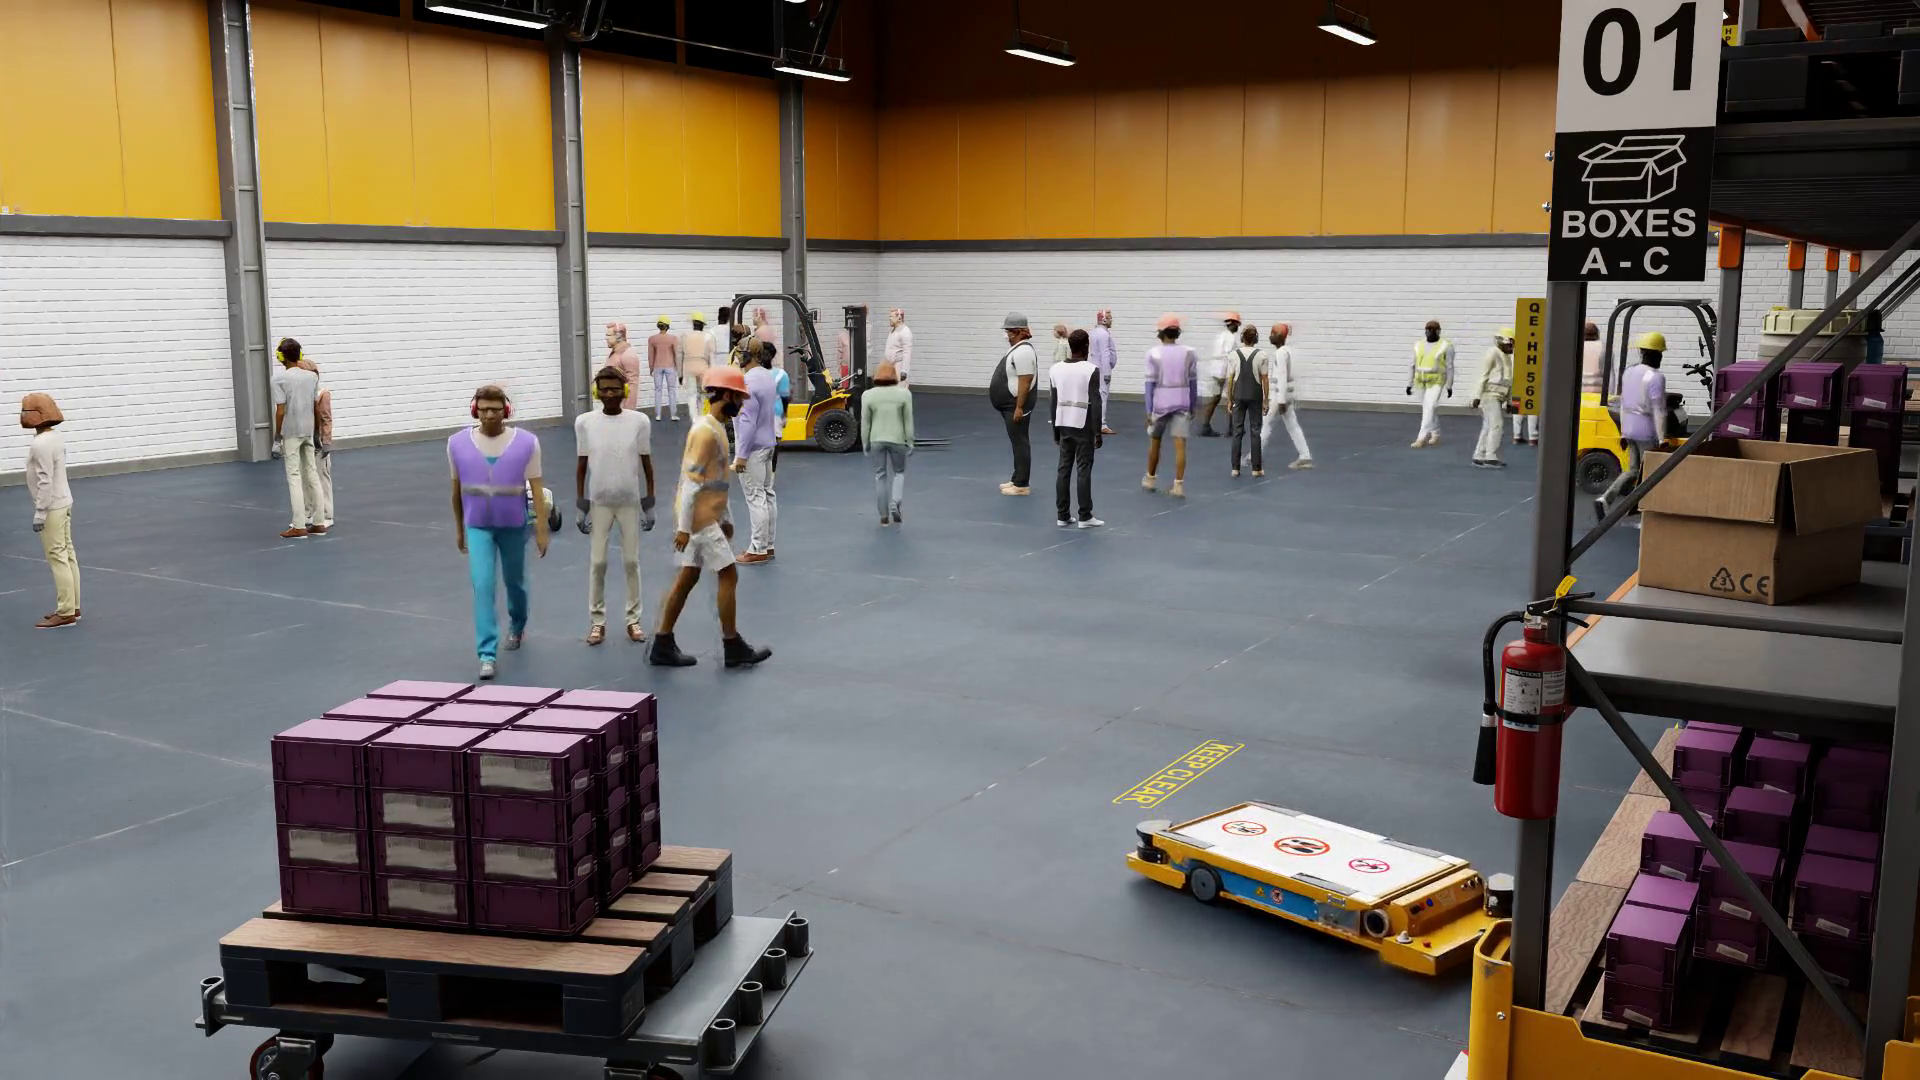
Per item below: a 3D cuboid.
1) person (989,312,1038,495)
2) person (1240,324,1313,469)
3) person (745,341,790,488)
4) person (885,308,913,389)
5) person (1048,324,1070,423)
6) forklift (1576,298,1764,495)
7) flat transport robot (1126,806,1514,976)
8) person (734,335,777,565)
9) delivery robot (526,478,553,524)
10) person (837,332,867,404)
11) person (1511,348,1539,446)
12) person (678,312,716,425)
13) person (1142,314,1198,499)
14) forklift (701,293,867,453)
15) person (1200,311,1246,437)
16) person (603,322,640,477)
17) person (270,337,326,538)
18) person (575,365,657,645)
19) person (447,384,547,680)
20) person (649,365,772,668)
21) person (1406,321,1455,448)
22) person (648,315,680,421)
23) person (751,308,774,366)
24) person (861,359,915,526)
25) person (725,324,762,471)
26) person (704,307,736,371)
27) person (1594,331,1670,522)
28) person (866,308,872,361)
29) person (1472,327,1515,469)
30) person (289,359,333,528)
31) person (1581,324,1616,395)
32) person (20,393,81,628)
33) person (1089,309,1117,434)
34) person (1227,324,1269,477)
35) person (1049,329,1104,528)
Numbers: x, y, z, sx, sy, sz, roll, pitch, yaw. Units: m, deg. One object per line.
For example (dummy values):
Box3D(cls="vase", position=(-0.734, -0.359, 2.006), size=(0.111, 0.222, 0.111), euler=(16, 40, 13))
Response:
Box3D(cls="person", position=(0.592, -1.524, 18.530), size=(0.538, 2.000, 0.690), euler=(0, 9, -1))
Box3D(cls="person", position=(4.011, -1.803, 20.938), size=(0.977, 1.832, 0.592), euler=(3, 10, 20))
Box3D(cls="person", position=(-2.211, -1.449, 19.145), size=(0.542, 1.685, 0.564), euler=(2, 9, 11))
Box3D(cls="person", position=(-0.994, -2.717, 26.392), size=(0.404, 1.911, 0.636), euler=(-4, 10, -21))
Box3D(cls="person", position=(1.633, -2.710, 27.213), size=(0.367, 1.631, 0.538), euler=(1, 9, 9))
Box3D(cls="forklift", position=(7.954, -1.589, 18.462), size=(2.313, 2.155, 1.214), euler=(5, 11, 30))
Box3D(cls="flat transport robot", position=(1.394, 1.295, 6.442), size=(0.652, 0.197, 1.431), euler=(-8, 12, -42))
Box3D(cls="person", position=(-1.744, -0.756, 14.060), size=(0.373, 1.940, 0.628), euler=(2, 9, 11))
Box3D(cls="delivery robot", position=(-4.154, -0.411, 15.902), size=(0.477, 0.478, 0.707), euler=(-5, 10, -30))
Box3D(cls="person", position=(-1.854, -2.979, 28.498), size=(0.524, 1.760, 0.328), euler=(1, 9, 6))
Box3D(cls="person", position=(8.162, -2.312, 23.767), size=(0.352, 1.937, 0.635), euler=(-6, 11, -32))
Box3D(cls="person", position=(-4.103, -2.615, 25.913), size=(0.602, 1.870, 0.943), euler=(0, 9, -3))
Box3D(cls="person", position=(2.310, -1.488, 18.448), size=(0.635, 2.000, 0.986), euler=(-1, 9, -6))
Box3D(cls="forklift", position=(-2.458, -2.344, 23.176), size=(2.313, 2.155, 1.214), euler=(0, 9, -2))
Box3D(cls="person", position=(3.995, -2.492, 25.032), size=(0.831, 1.883, 0.561), euler=(-3, 10, -17))
Box3D(cls="person", position=(-3.871, -1.511, 18.875), size=(0.408, 1.905, 0.652), euler=(-6, 11, -31))
Box3D(cls="person", position=(-6.169, -0.944, 15.461), size=(0.317, 1.865, 0.523), euler=(5, 11, 30))
Box3D(cls="person", position=(-2.284, -0.230, 11.043), size=(0.530, 1.859, 0.341), euler=(-1, 9, -9))
Box3D(cls="person", position=(-2.887, -0.098, 10.430), size=(0.577, 1.790, 0.989), euler=(-2, 9, -11))
Box3D(cls="person", position=(-1.552, -0.137, 10.342), size=(0.886, 1.881, 0.562), euler=(-1, 9, -7))
Box3D(cls="person", position=(6.698, -2.223, 23.685), size=(0.960, 1.800, 0.635), euler=(-9, 12, -43))
Box3D(cls="person", position=(-4.924, -2.857, 27.708), size=(0.527, 1.767, 0.331), euler=(1, 9, 3))
Box3D(cls="person", position=(-3.367, -2.869, 27.406), size=(0.595, 1.890, 0.654), euler=(1, 9, 7))
Box3D(cls="person", position=(-0.706, -0.945, 16.197), size=(0.528, 1.619, 0.338), euler=(0, 9, -2))
Box3D(cls="person", position=(-2.687, -1.740, 20.504), size=(0.429, 1.844, 0.627), euler=(-7, 11, -36))
Box3D(cls="person", position=(-3.900, -2.830, 27.074), size=(0.625, 1.912, 0.957), euler=(-3, 10, -18))
Box3D(cls="person", position=(6.479, -1.026, 15.830), size=(0.668, 1.910, 0.609), euler=(-2, 9, -10))
Box3D(cls="person", position=(-1.976, -3.644, 32.396), size=(0.663, 1.832, 0.643), euler=(9, 13, 44))
Box3D(cls="person", position=(6.783, -1.784, 20.993), size=(0.580, 1.777, 0.659), euler=(7, 11, 36))
Box3D(cls="person", position=(-6.266, -0.924, 16.039), size=(0.511, 1.641, 0.307), euler=(4, 10, 21))
Box3D(cls="person", position=(8.283, -1.932, 21.870), size=(0.671, 1.809, 0.744), euler=(5, 10, 28))
Box3D(cls="person", position=(-6.335, -0.206, 11.572), size=(0.279, 1.634, 0.499), euler=(-3, 9, -15))
Box3D(cls="person", position=(2.204, -2.578, 25.532), size=(0.404, 1.909, 0.636), euler=(-2, 9, -9))
Box3D(cls="person", position=(3.480, -1.674, 20.080), size=(0.510, 1.846, 0.341), euler=(3, 10, 19))
Box3D(cls="person", position=(1.125, -1.077, 16.121), size=(0.589, 1.920, 0.392), euler=(8, 12, 39))
